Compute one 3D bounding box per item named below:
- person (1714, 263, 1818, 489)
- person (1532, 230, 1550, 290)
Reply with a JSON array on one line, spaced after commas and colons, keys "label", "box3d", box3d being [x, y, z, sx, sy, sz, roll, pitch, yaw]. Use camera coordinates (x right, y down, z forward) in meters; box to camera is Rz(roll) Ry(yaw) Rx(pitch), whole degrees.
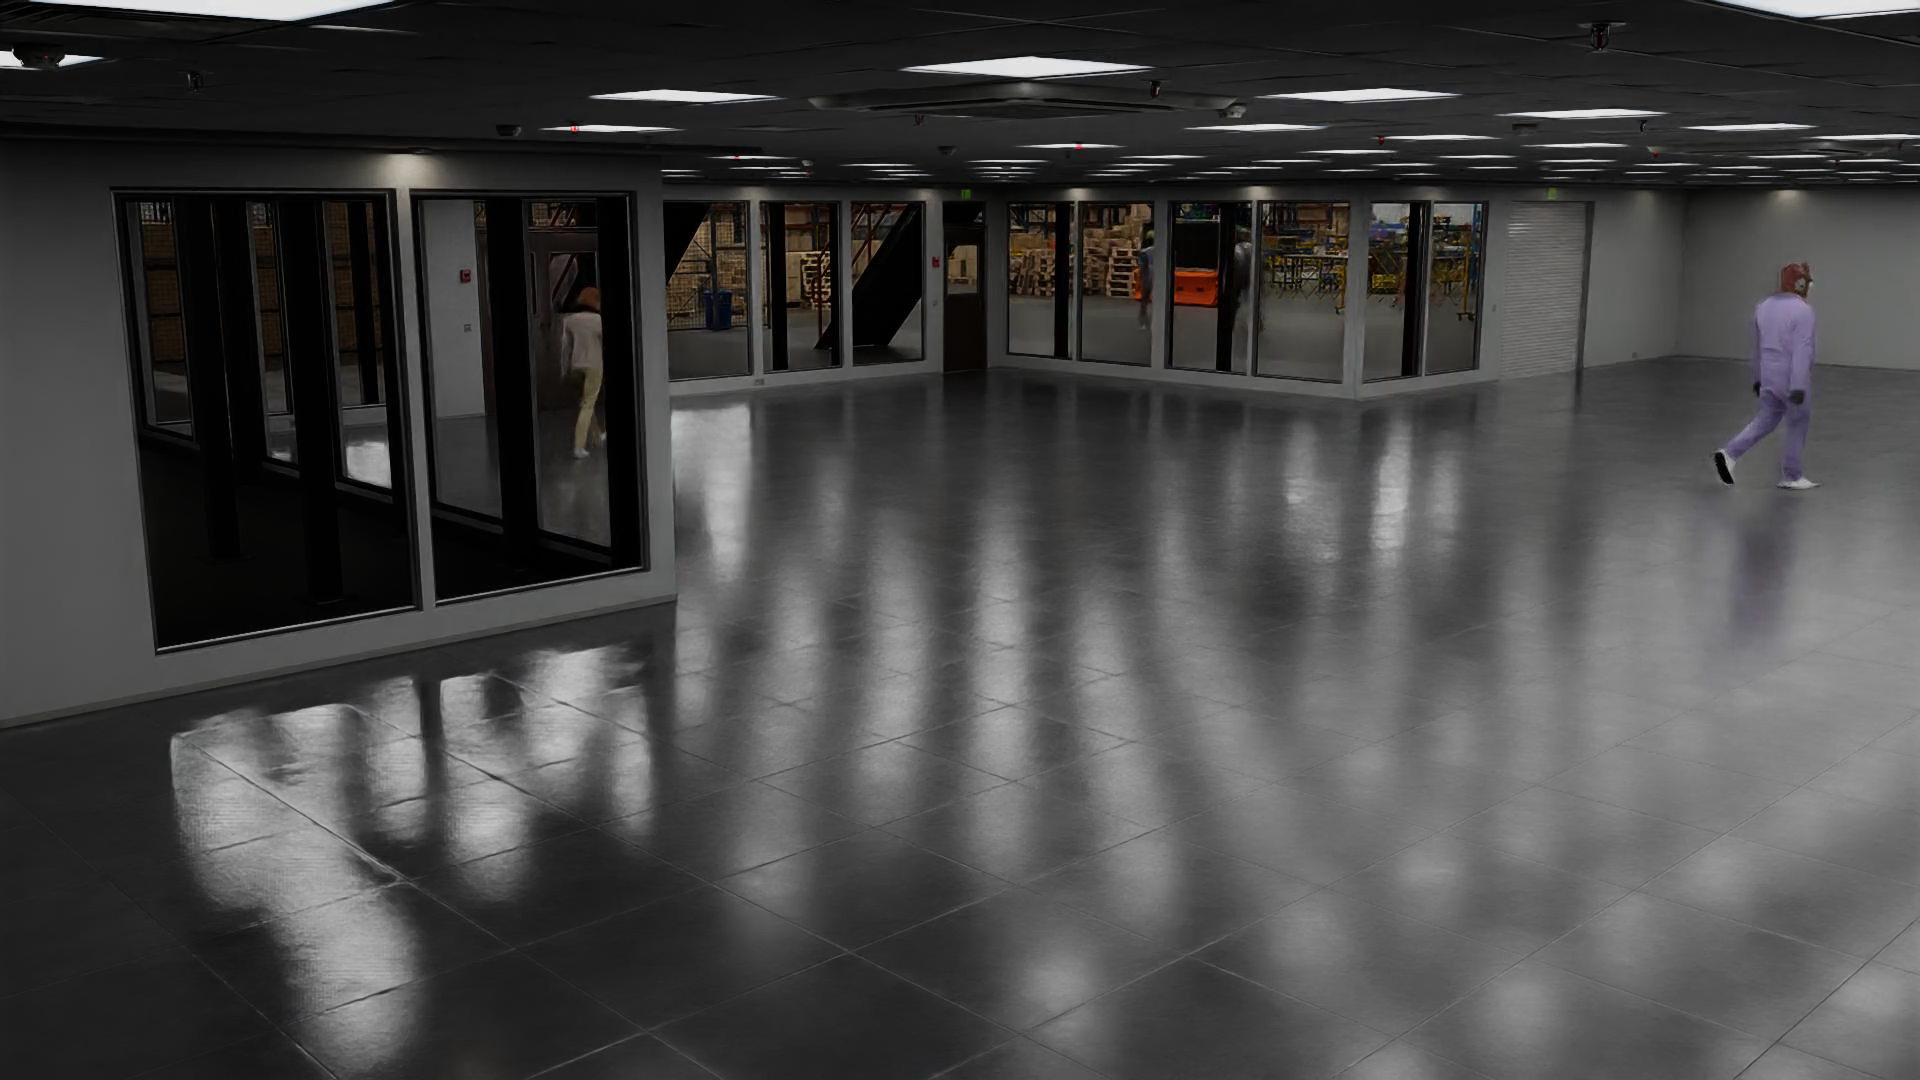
[{"label": "person", "box3d": [6.769, -1.347, 13.781, 0.787, 1.884, 0.650, -2, 11, -9]}, {"label": "person", "box3d": [13.506, -6.216, 38.283, 0.583, 1.856, 0.878, -11, 15, -43]}]
